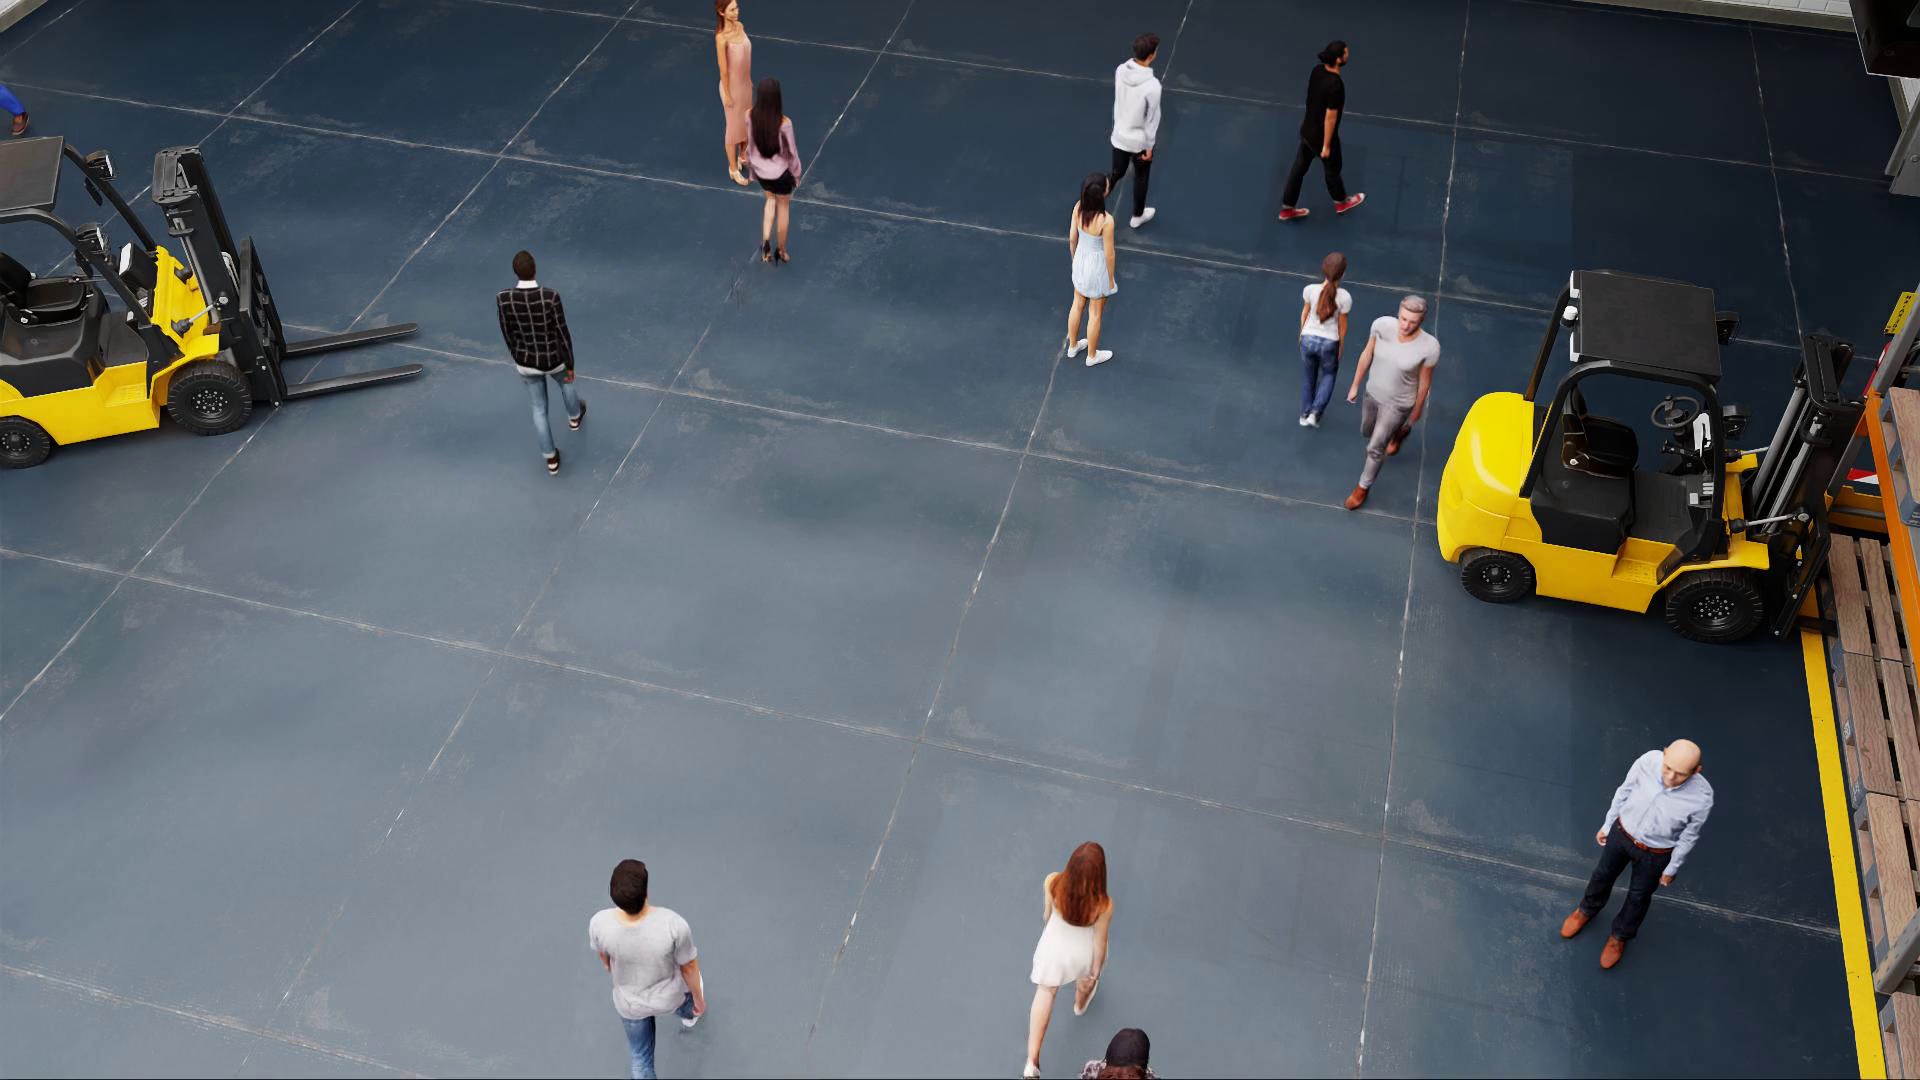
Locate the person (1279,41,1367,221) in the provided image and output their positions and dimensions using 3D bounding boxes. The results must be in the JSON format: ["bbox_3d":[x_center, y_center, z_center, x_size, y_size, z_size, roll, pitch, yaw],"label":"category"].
[{"bbox_3d":[3.128,-3.597,14.809,1.071,1.730,1.075,-15,46,-15],"label":"person"}]

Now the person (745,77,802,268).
[{"bbox_3d":[-1.627,-3.070,14.205,0.677,1.800,0.738,15,46,15],"label":"person"}]

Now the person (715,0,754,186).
[{"bbox_3d":[-2.072,-4.166,15.333,0.683,1.832,0.487,16,46,17],"label":"person"}]

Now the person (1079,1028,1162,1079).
[{"bbox_3d":[0.739,2.931,7.985,0.584,1.692,0.916,10,45,10],"label":"person"}]

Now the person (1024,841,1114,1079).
[{"bbox_3d":[0.557,2.206,8.753,0.632,1.682,1.097,16,46,16],"label":"person"}]

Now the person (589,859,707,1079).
[{"bbox_3d":[-1.595,2.351,8.480,0.923,1.848,1.245,-1,44,-1],"label":"person"}]

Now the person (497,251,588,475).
[{"bbox_3d":[-3.115,-1.262,12.318,0.898,1.786,1.123,-4,44,-4],"label":"person"}]

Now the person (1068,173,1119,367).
[{"bbox_3d":[1.048,-2.176,13.318,0.670,1.730,0.678,33,53,30],"label":"person"}]

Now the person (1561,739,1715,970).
[{"bbox_3d":[3.781,1.681,9.225,0.754,1.790,0.734,-33,53,-30],"label":"person"}]

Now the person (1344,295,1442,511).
[{"bbox_3d":[3.169,-1.081,12.117,1.026,1.801,1.215,33,53,30],"label":"person"}]

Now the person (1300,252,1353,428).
[{"bbox_3d":[2.736,-1.481,12.715,0.571,1.555,0.705,18,46,18],"label":"person"}]

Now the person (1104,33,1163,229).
[{"bbox_3d":[1.449,-3.508,14.589,0.984,1.905,1.209,32,52,29],"label":"person"}]
